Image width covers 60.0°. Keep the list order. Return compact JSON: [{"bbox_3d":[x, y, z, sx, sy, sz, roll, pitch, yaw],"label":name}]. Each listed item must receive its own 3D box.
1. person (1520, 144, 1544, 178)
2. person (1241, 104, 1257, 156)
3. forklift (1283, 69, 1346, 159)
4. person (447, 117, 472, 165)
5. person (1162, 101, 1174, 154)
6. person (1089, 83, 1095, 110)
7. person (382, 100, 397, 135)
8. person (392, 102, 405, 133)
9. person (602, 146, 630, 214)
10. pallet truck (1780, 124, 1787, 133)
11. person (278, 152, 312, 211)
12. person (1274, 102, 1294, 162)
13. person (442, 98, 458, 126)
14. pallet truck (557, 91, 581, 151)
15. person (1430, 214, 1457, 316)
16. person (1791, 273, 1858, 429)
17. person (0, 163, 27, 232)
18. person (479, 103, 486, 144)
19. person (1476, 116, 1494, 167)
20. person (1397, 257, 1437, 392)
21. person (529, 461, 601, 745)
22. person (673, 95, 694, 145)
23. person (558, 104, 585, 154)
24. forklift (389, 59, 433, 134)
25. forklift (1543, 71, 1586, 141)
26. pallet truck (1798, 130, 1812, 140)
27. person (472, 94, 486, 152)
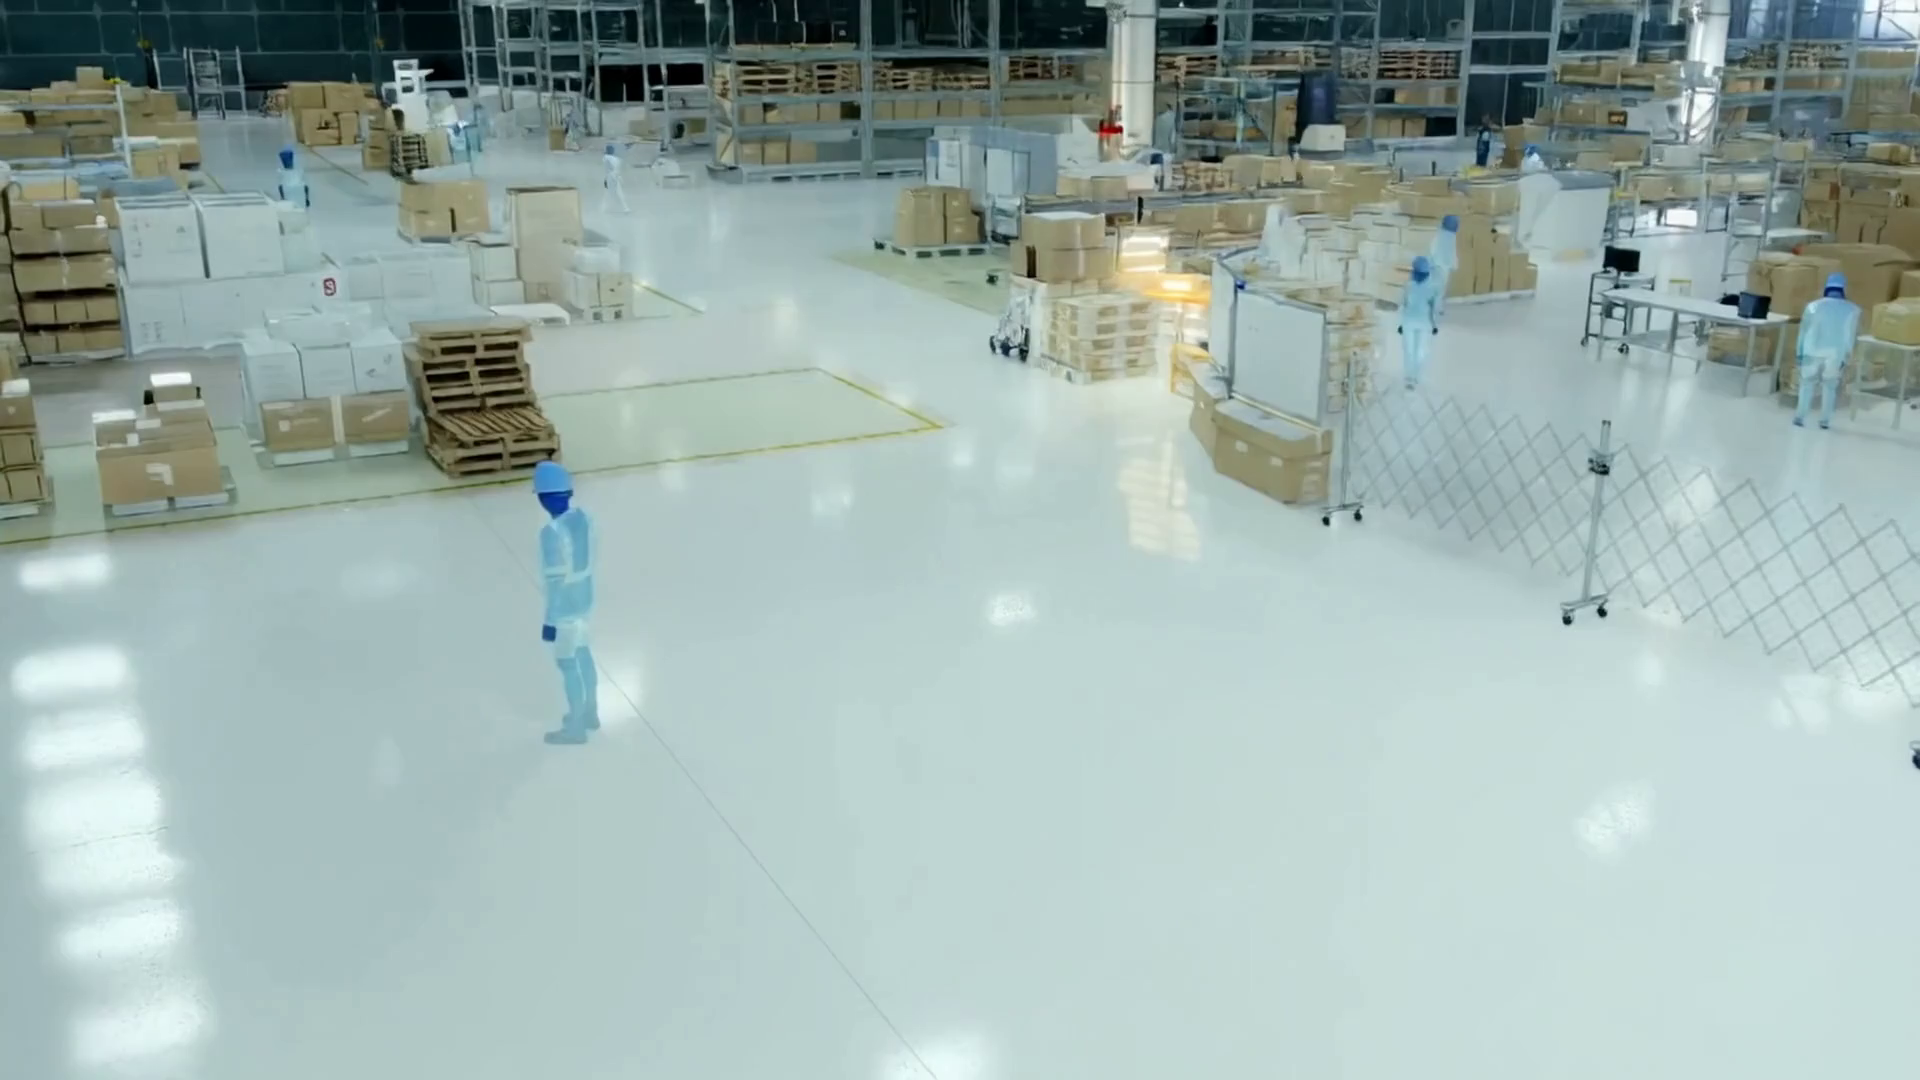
[{"bbox_3d":[12.495,-7.753,36.599,0.524,1.886,0.675,-6,19,-19],"label":"person"},{"bbox_3d":[8.799,-12.384,51.019,0.564,1.904,0.876,2,18,5],"label":"person"},{"bbox_3d":[11.615,-13.871,54.079,1.129,2.768,1.873,-9,20,-27],"label":"forklift"},{"bbox_3d":[-13.666,-10.590,45.429,0.616,1.902,0.454,0,18,-2],"label":"person"},{"bbox_3d":[7.054,-13.761,55.561,0.541,1.731,0.835,-12,21,-33],"label":"person"},{"bbox_3d":[5.636,-18.955,71.771,0.433,1.726,0.516,-8,20,-24],"label":"person"},{"bbox_3d":[-18.234,-13.099,53.226,0.393,1.927,0.645,-5,18,-16],"label":"person"},{"bbox_3d":[-19.015,-13.972,56.304,0.319,1.695,0.532,12,21,32],"label":"person"},{"bbox_3d":[-8.217,-8.555,39.568,0.810,1.608,0.529,14,22,37],"label":"person"},{"bbox_3d":[25.206,-12.542,52.601,1.601,1.201,0.680,0,18,-2],"label":"pallet truck"},{"bbox_3d":[-13.596,-6.944,33.983,0.631,1.948,0.462,2,18,6],"label":"person"},{"bbox_3d":[10.399,-13.103,53.336,0.657,1.863,0.993,-15,23,-39],"label":"person"},{"bbox_3d":[-16.327,-13.133,53.245,0.583,1.979,0.621,10,20,28],"label":"person"},{"bbox_3d":[-13.495,-14.412,57.188,0.823,1.965,1.885,-3,18,-9],"label":"pallet truck"},{"bbox_3d":[7.715,-4.387,26.545,0.376,1.616,0.523,-7,19,-20],"label":"person"},{"bbox_3d":[10.059,-2.187,19.361,0.599,1.828,0.403,5,18,15],"label":"person"},{"bbox_3d":[-17.470,-5.908,30.606,0.689,2.000,0.539,-6,19,-19],"label":"person"},{"bbox_3d":[-17.294,-15.072,59.876,0.516,1.604,0.805,-10,20,-29],"label":"person"},{"bbox_3d":[13.620,-9.960,43.234,0.373,2.043,0.615,-1,18,-3],"label":"person"},{"bbox_3d":[5.843,-2.778,21.342,0.496,1.727,0.433,-3,18,-8],"label":"person"},{"bbox_3d":[-2.624,0.419,11.041,0.349,1.942,0.545,4,18,11],"label":"person"},{"bbox_3d":[-9.408,-14.185,56.635,0.881,1.911,0.637,-12,21,-33],"label":"person"},{"bbox_3d":[-13.030,-13.758,55.708,0.861,1.647,0.550,1,18,2],"label":"person"},{"bbox_3d":[-21.461,-17.300,64.768,1.129,2.768,1.873,-15,23,-39],"label":"forklift"},{"bbox_3d":[18.685,-13.231,52.085,1.873,2.768,1.129,-9,20,-26],"label":"forklift"},{"bbox_3d":[25.526,-11.556,49.408,1.630,1.274,0.653,-9,20,-26],"label":"pallet truck"},{"bbox_3d":[-16.368,-14.174,56.570,0.385,1.930,0.540,1,18,3],"label":"person"}]
